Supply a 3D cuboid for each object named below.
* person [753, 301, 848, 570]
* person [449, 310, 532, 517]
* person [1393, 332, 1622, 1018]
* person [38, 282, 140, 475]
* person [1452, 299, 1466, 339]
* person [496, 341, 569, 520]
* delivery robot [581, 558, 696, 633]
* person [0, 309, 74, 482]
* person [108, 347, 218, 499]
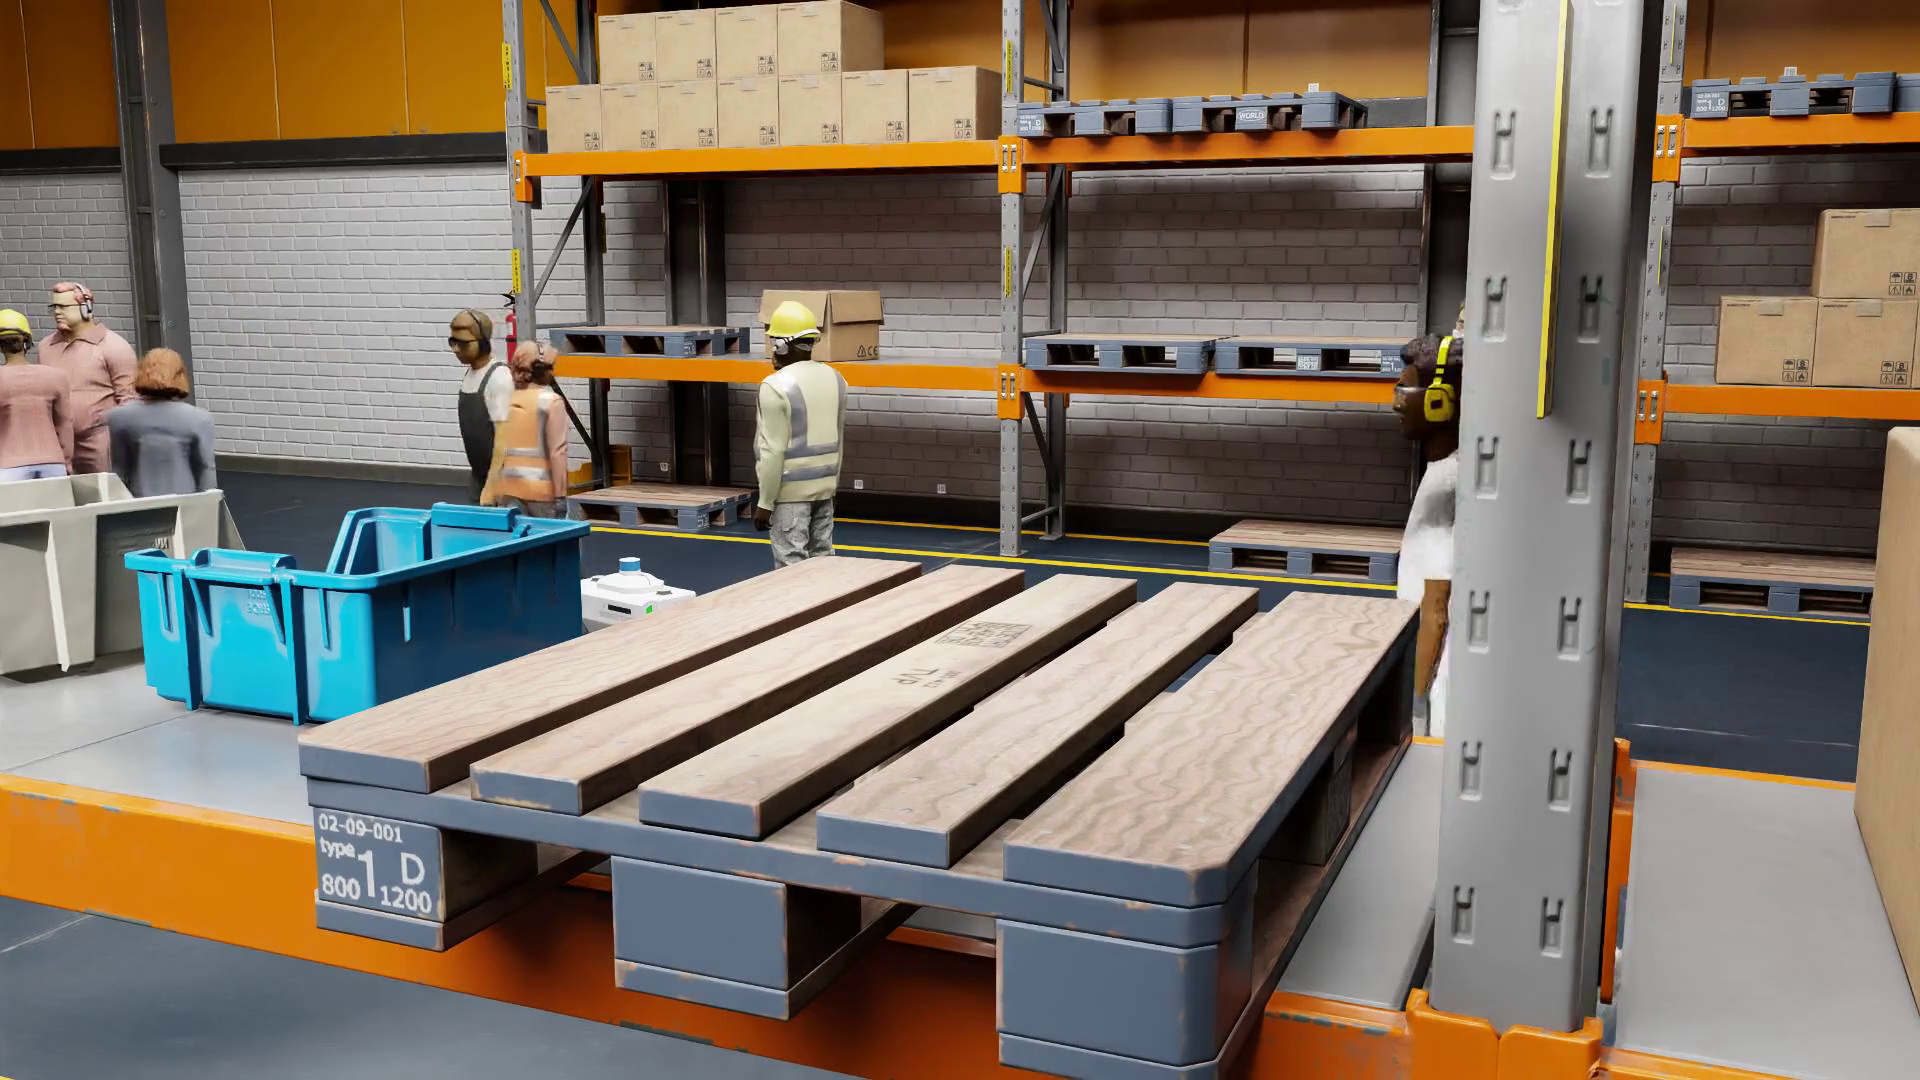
[{"bbox_3d":[-0.806,-0.249,8.181,0.403,1.834,0.588,6,11,33],"label":"person"},{"bbox_3d":[-2.429,-0.327,8.836,0.997,1.795,0.561,-9,13,-44],"label":"person"},{"bbox_3d":[1.310,0.396,4.266,0.749,1.852,0.519,4,10,22],"label":"person"},{"bbox_3d":[-5.189,-0.567,9.869,0.642,1.909,0.399,2,10,13],"label":"person"},{"bbox_3d":[2.171,-0.089,6.958,0.455,1.918,0.651,1,10,9],"label":"person"},{"bbox_3d":[-2.236,-0.240,8.770,0.490,1.604,0.673,2,10,10],"label":"person"},{"bbox_3d":[-1.630,0.331,8.250,0.707,0.478,0.477,8,13,40],"label":"delivery robot"},{"bbox_3d":[-5.233,-0.402,9.318,0.329,1.763,0.523,8,12,39],"label":"person"},{"bbox_3d":[-3.904,-0.135,8.152,0.500,1.612,0.686,-2,10,-14],"label":"person"}]
